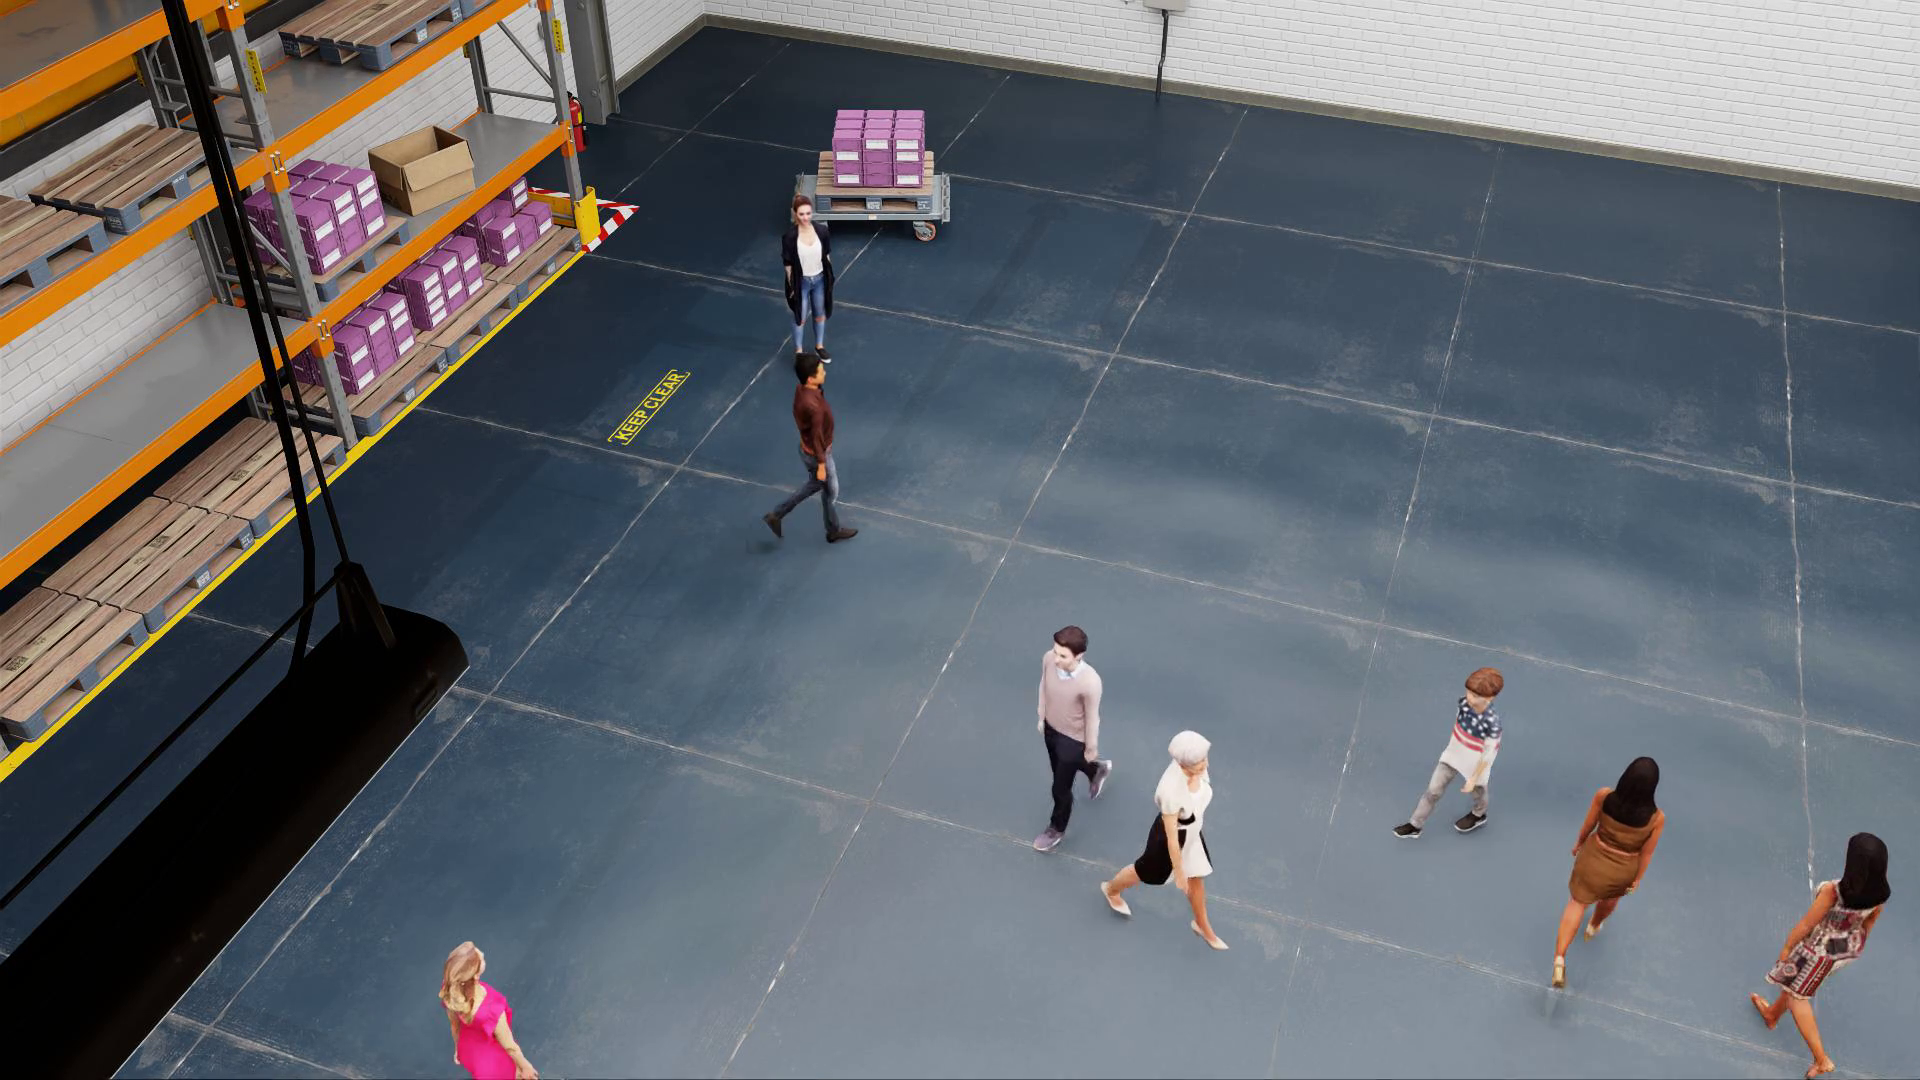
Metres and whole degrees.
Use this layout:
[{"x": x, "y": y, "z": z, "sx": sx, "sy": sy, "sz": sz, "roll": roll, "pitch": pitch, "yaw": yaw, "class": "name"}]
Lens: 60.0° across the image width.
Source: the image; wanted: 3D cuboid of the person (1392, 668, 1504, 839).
[{"x": 3.304, "y": 1.372, "z": 10.625, "sx": 0.985, "sy": 1.401, "sz": 0.864, "roll": -22, "pitch": 43, "yaw": -25, "class": "person"}]

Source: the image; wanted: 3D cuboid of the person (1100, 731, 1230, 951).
[{"x": 1.177, "y": 1.745, "z": 9.914, "sx": 0.907, "sy": 1.705, "sz": 1.105, "roll": 24, "pitch": 44, "yaw": 27, "class": "person"}]

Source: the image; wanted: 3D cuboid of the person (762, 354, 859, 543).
[{"x": -1.196, "y": -0.660, "z": 12.880, "sx": 1.046, "sy": 1.763, "sz": 1.045, "roll": -10, "pitch": 40, "yaw": -12, "class": "person"}]

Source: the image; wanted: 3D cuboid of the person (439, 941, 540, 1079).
[{"x": -2.517, "y": 2.768, "z": 8.656, "sx": 0.822, "sy": 1.677, "sz": 1.130, "roll": 27, "pitch": 46, "yaw": 30, "class": "person"}]

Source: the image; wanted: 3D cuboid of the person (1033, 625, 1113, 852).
[{"x": 0.730, "y": 1.181, "z": 10.549, "sx": 1.081, "sy": 1.793, "sz": 0.920, "roll": -31, "pitch": 48, "yaw": -33, "class": "person"}]

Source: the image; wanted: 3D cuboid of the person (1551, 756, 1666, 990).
[{"x": 3.750, "y": 1.958, "z": 9.684, "sx": 0.707, "sy": 1.659, "sz": 1.081, "roll": 21, "pitch": 43, "yaw": 24, "class": "person"}]

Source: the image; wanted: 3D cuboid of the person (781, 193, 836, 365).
[{"x": -1.373, "y": -2.348, "z": 15.057, "sx": 0.720, "sy": 1.683, "sz": 0.765, "roll": -13, "pitch": 40, "yaw": -16, "class": "person"}]

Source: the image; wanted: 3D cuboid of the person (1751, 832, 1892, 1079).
[{"x": 4.853, "y": 2.329, "z": 9.248, "sx": 0.933, "sy": 1.624, "sz": 1.065, "roll": -10, "pitch": 40, "yaw": -12, "class": "person"}]
